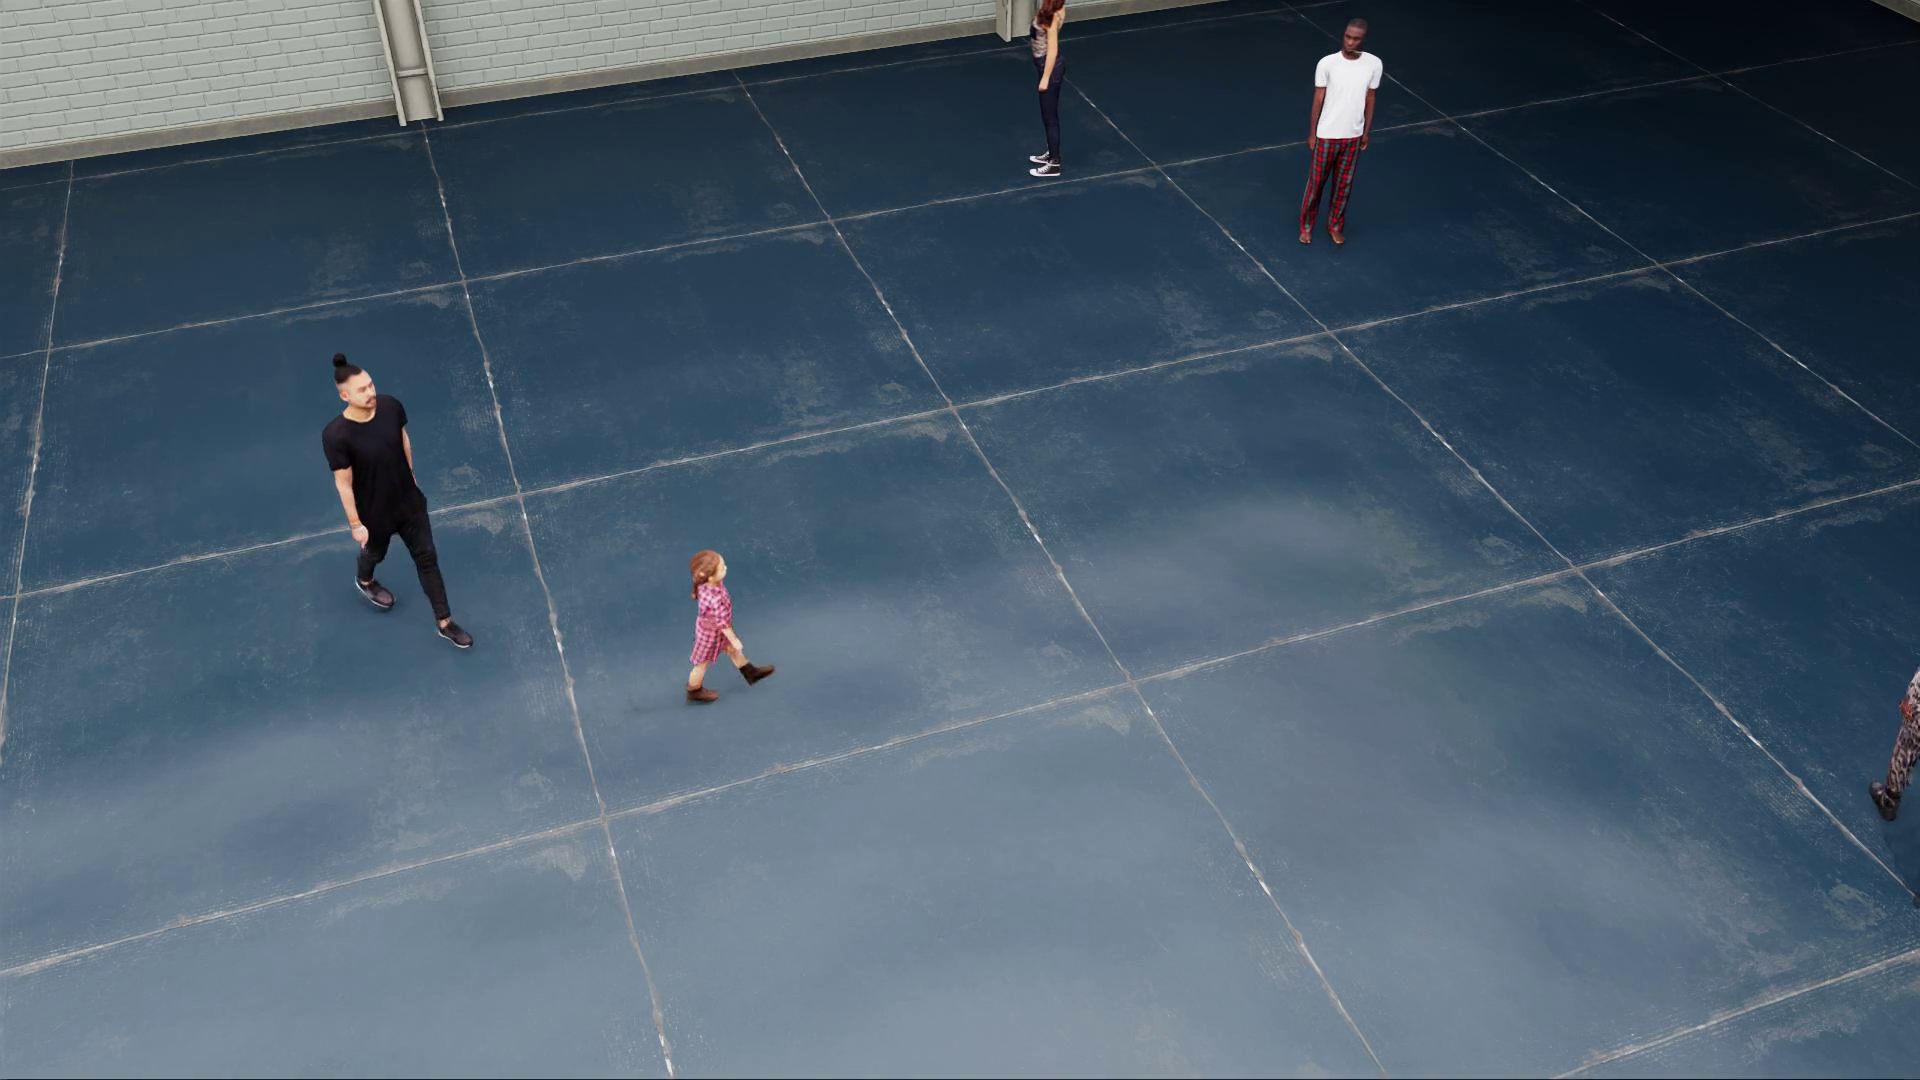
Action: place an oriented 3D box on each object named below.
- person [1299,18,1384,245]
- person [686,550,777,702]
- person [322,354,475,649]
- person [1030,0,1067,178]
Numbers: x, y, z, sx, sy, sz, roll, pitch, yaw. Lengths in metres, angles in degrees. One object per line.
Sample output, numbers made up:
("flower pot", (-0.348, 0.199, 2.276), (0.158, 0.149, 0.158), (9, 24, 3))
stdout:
("person", (2.981, -3.213, 13.081), (0.602, 1.833, 0.778), (1, 38, 1))
("person", (-1.382, 0.494, 9.017), (0.743, 1.002, 0.470), (-9, 39, -12))
("person", (-3.280, -0.244, 9.297), (1.161, 1.820, 1.234), (24, 44, 28))
("person", (0.770, -3.958, 14.083), (0.667, 1.770, 0.681), (3, 38, 4))
